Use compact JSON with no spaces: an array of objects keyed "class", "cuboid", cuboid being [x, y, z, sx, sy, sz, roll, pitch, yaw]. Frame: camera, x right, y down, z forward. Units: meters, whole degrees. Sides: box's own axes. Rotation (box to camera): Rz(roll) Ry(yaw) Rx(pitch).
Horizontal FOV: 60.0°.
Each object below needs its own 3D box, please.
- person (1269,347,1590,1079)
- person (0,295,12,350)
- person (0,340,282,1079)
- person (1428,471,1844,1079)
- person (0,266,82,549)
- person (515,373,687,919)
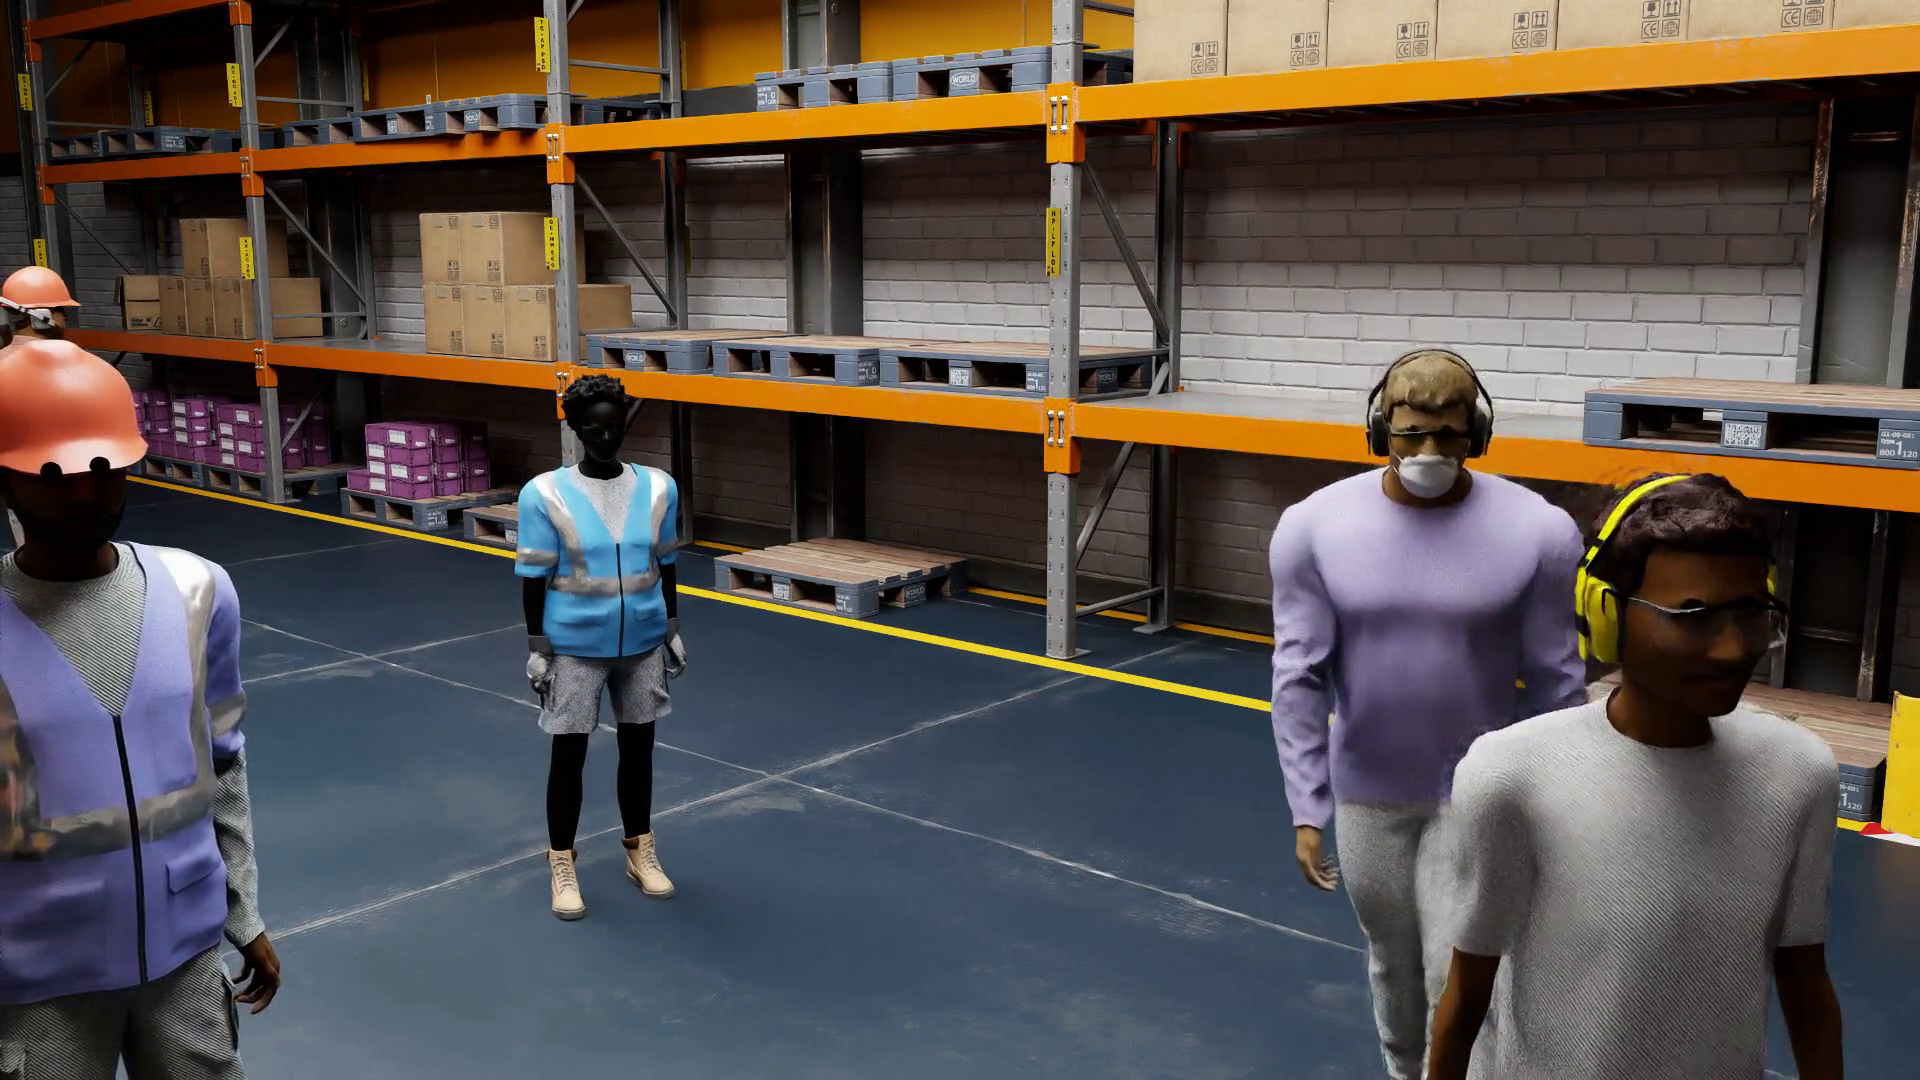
[{"class":"person","cuboid":[0.967,0.538,3.492,0.648,1.888,0.890,4,11,21]},{"class":"person","cuboid":[-9.537,-1.761,16.109,0.696,2.000,0.535,-1,10,-8]},{"class":"person","cuboid":[-1.365,0.651,2.668,0.364,1.935,0.553,8,13,39]},{"class":"person","cuboid":[0.855,0.803,2.141,0.536,1.830,0.959,-2,10,-11]},{"class":"person","cuboid":[-3.993,-0.192,7.305,0.612,1.995,0.382,7,12,33]},{"class":"person","cuboid":[-1.109,0.326,5.204,0.540,1.695,0.317,-6,12,-32]}]
